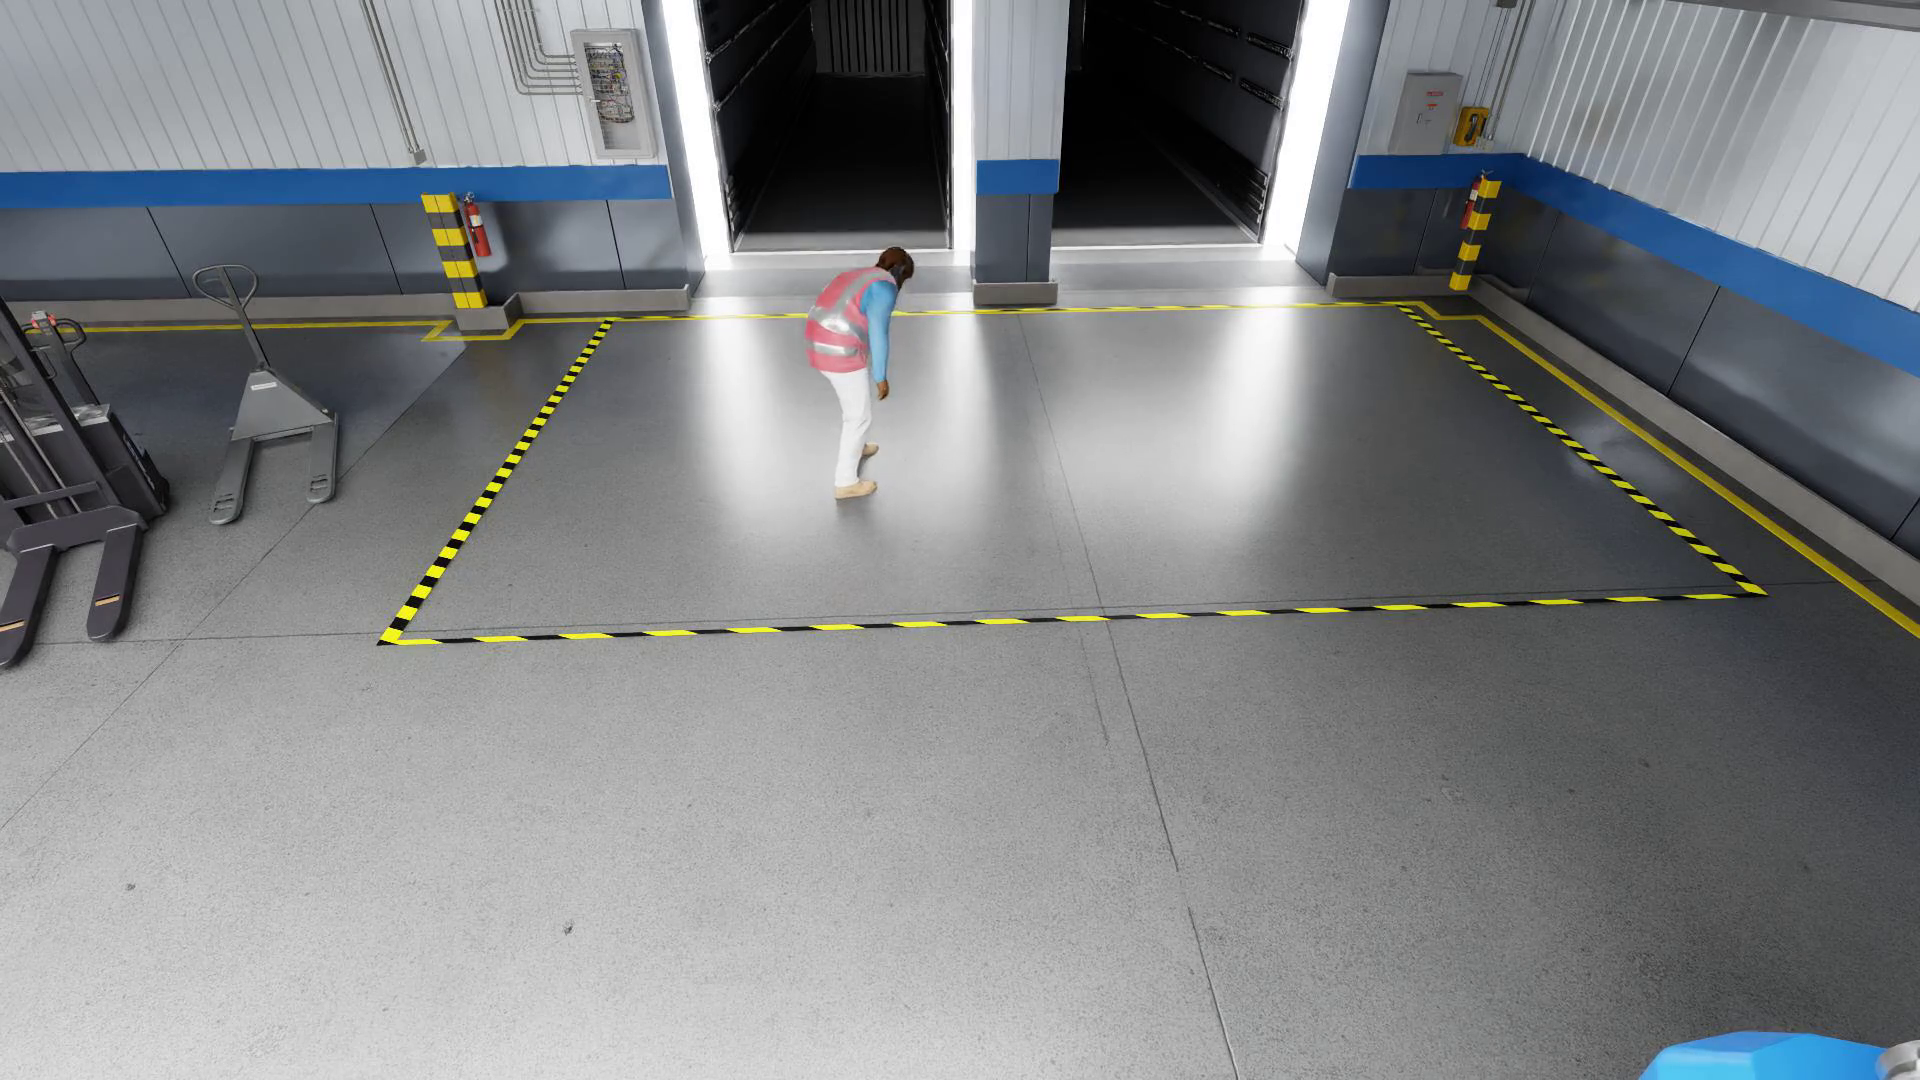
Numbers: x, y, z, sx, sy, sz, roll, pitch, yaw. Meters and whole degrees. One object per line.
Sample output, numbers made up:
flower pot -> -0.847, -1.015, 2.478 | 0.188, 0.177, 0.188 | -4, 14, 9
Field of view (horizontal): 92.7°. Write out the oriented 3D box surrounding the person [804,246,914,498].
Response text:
person -> -0.595, -1.112, 6.063 | 0.866, 1.476, 0.812 | -21, 40, -27

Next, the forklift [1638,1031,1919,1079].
forklift -> 2.856, 1.540, 1.466 | 2.680, 2.036, 1.157 | 11, 36, 16

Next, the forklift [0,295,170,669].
forklift -> -5.212, -0.618, 4.878 | 0.823, 1.965, 1.885 | -20, 39, -26

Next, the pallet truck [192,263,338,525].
pallet truck -> -4.778, -1.027, 6.128 | 0.680, 1.201, 1.601 | -17, 38, -23
